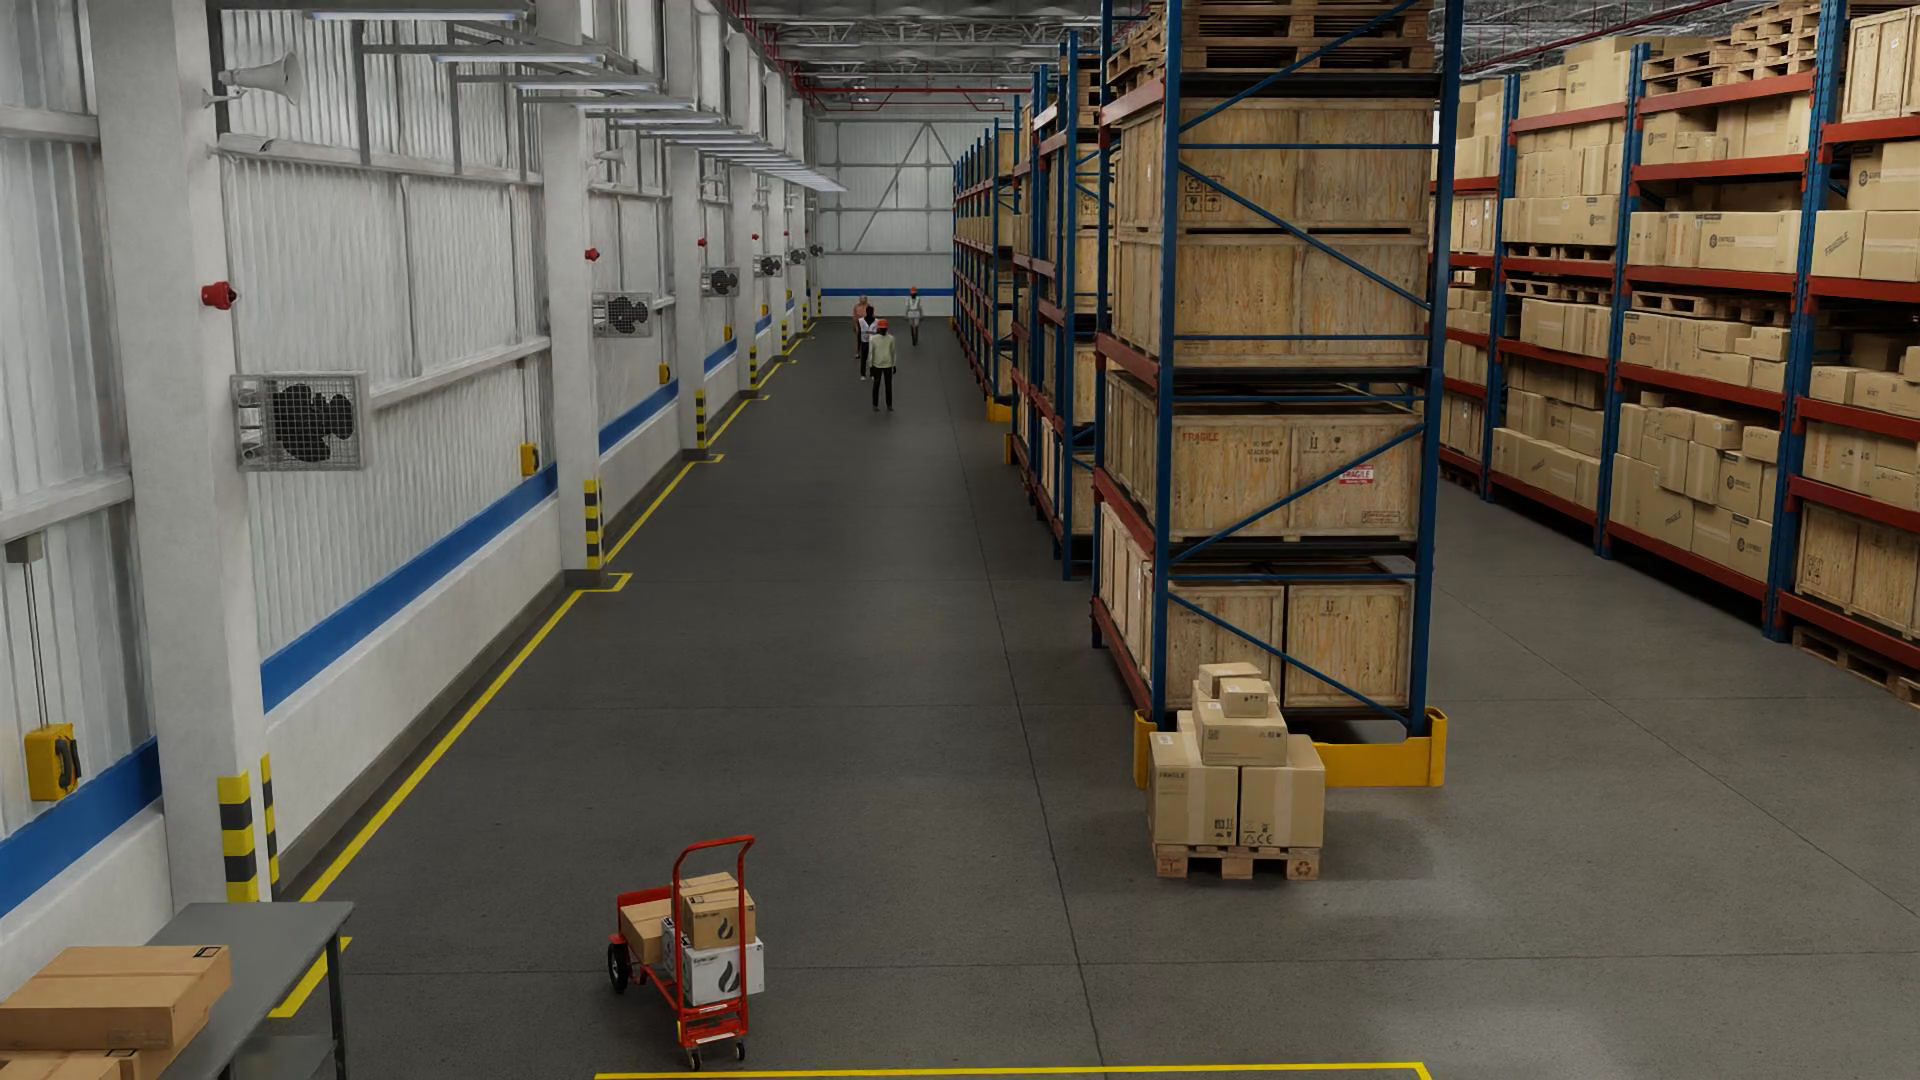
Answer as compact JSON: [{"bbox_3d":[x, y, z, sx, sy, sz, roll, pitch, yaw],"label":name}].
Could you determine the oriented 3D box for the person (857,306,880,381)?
[{"bbox_3d":[-2.329,-5.036,42.602,0.598,1.906,0.413,-2,11,-8],"label":"person"}]

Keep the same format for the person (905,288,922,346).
[{"bbox_3d":[-1.527,-7.255,54.168,0.557,1.885,1.010,1,11,5],"label":"person"}]

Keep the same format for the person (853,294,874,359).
[{"bbox_3d":[-2.856,-6.326,49.297,0.640,1.910,0.407,0,11,0],"label":"person"}]

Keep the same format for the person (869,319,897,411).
[{"bbox_3d":[-1.654,-3.755,35.730,0.621,1.986,0.409,-3,11,-17],"label":"person"}]
